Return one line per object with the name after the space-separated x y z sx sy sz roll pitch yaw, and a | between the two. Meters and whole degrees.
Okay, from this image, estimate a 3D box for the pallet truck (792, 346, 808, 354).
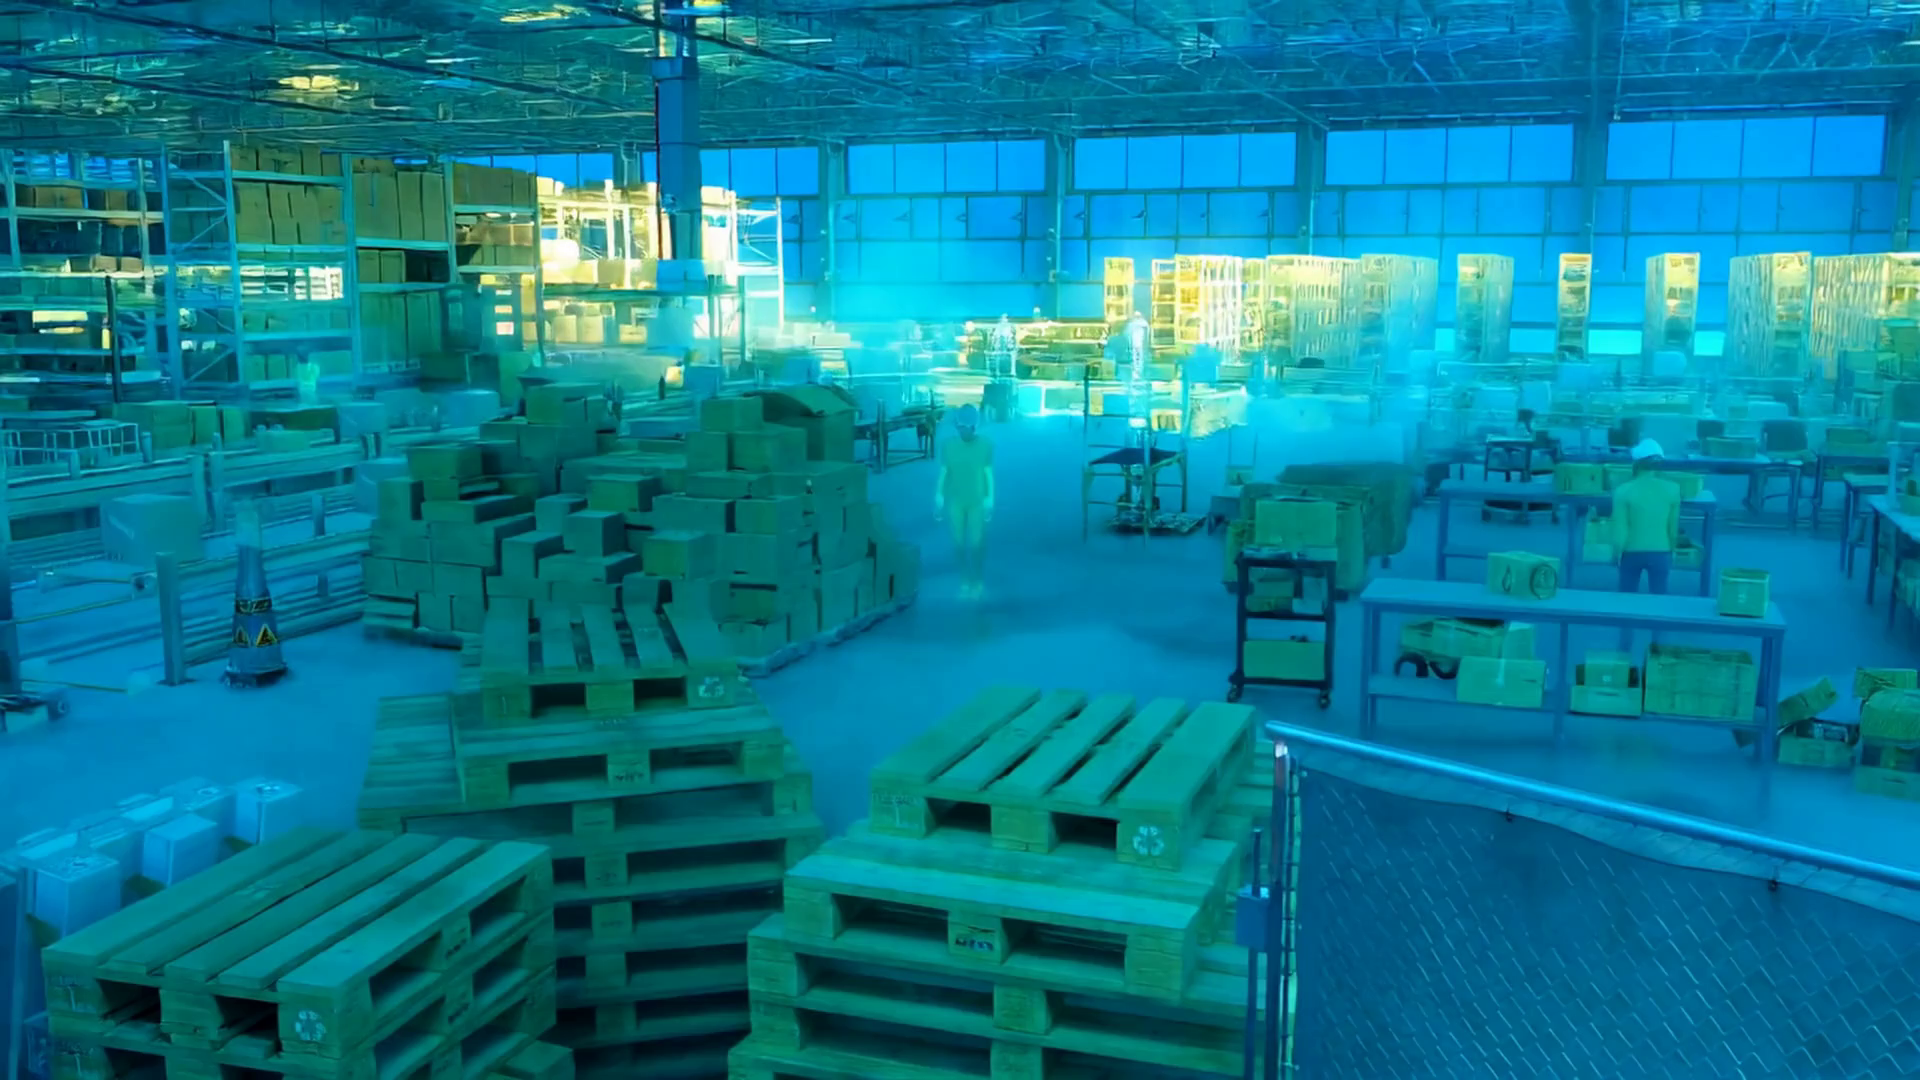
-3.705 -4.298 42.022 0.653 1.274 1.630 3 10 20 | pallet truck

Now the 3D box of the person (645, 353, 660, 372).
-8.226 -4.896 44.737 0.501 1.632 0.286 1 9 3 | person

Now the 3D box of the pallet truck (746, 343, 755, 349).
-6.183 -4.618 44.264 1.601 1.201 0.680 -9 12 -43 | pallet truck

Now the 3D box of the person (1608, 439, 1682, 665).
5.324 0.098 12.965 0.533 1.767 0.326 0 9 3 | person

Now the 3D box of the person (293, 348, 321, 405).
-12.471 -2.853 31.844 0.540 1.655 0.863 3 10 19 | person

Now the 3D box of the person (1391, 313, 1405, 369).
13.515 -6.168 51.749 0.630 1.949 1.048 -2 9 -15 | person

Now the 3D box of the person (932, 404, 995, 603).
0.023 -0.336 15.472 0.541 1.841 0.761 2 9 14 | person

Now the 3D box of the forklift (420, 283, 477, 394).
-12.837 -5.154 42.450 1.129 2.768 1.873 3 10 20 | forklift

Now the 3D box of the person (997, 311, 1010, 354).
1.600 -7.495 60.812 0.531 1.733 0.442 1 9 4 | person

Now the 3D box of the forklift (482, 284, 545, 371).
-10.832 -4.702 39.610 1.129 2.768 1.873 3 10 20 | forklift

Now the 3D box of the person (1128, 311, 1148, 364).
5.601 -6.209 52.124 0.645 1.907 0.400 4 10 26 | person

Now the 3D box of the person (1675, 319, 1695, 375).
20.911 -5.496 47.992 0.963 1.793 0.585 4 10 23 | person

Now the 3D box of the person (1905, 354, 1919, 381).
21.616 -3.845 37.636 0.900 1.786 0.625 -2 9 -14 | person
